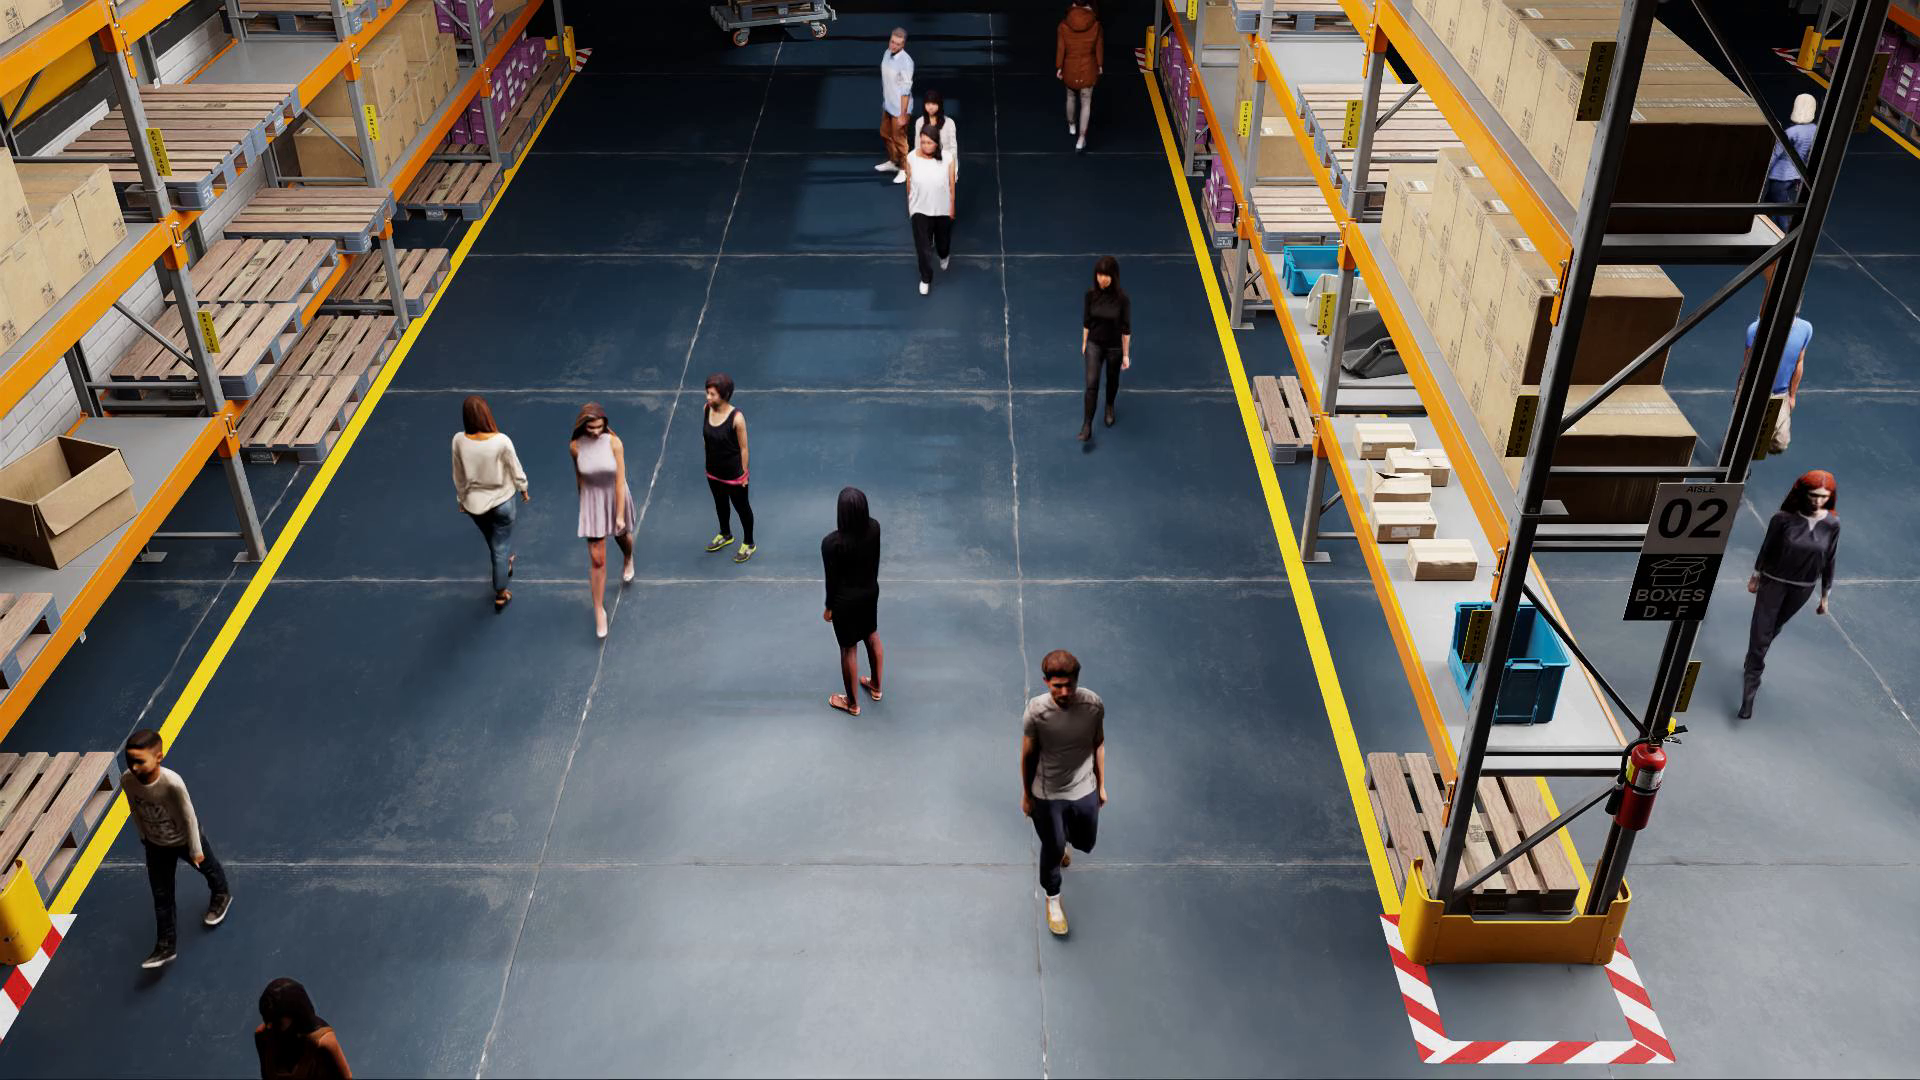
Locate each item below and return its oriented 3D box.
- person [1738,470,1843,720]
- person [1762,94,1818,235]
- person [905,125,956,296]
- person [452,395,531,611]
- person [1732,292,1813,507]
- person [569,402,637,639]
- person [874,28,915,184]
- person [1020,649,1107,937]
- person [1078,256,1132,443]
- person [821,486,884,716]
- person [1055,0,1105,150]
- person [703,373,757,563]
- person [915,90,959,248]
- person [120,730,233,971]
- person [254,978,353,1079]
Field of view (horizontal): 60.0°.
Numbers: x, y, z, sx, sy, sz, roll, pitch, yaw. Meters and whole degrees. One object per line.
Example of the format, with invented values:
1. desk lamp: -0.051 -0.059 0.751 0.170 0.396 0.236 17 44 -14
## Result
1. person: 5.477 0.264 11.067 0.739 1.751 1.011 6 34 9
2. person: 8.493 -3.649 17.006 1.004 1.694 1.198 -17 37 -24
3. person: -0.270 -3.316 16.525 0.695 1.671 0.890 3 34 5
4. person: -3.380 -0.224 11.883 0.680 1.661 0.866 2 34 4
5. person: 6.346 -1.201 13.181 0.655 1.851 0.786 1 34 1
6. person: -2.493 -0.250 11.881 0.592 1.706 1.132 -1 34 -2
7. person: -0.715 -4.935 18.848 0.939 1.796 0.792 -13 36 -19
8. person: 0.556 1.338 9.342 0.791 1.873 0.965 -8 34 -12
9. person: 1.263 -1.676 14.112 0.774 1.612 1.081 8 34 12
10. person: -0.695 0.382 10.917 0.674 1.721 0.728 -28 43 -35
11. person: 1.421 -5.525 19.741 0.811 1.791 1.183 4 34 6
12. person: -1.746 -0.566 12.496 0.627 1.552 0.657 20 39 28
13. person: -0.220 -3.958 17.548 0.675 1.609 1.058 3 34 4
14. person: -4.359 1.614 9.318 0.606 1.439 0.937 2 34 3
15. person: -2.928 2.608 7.596 0.599 1.689 0.556 6 34 8
